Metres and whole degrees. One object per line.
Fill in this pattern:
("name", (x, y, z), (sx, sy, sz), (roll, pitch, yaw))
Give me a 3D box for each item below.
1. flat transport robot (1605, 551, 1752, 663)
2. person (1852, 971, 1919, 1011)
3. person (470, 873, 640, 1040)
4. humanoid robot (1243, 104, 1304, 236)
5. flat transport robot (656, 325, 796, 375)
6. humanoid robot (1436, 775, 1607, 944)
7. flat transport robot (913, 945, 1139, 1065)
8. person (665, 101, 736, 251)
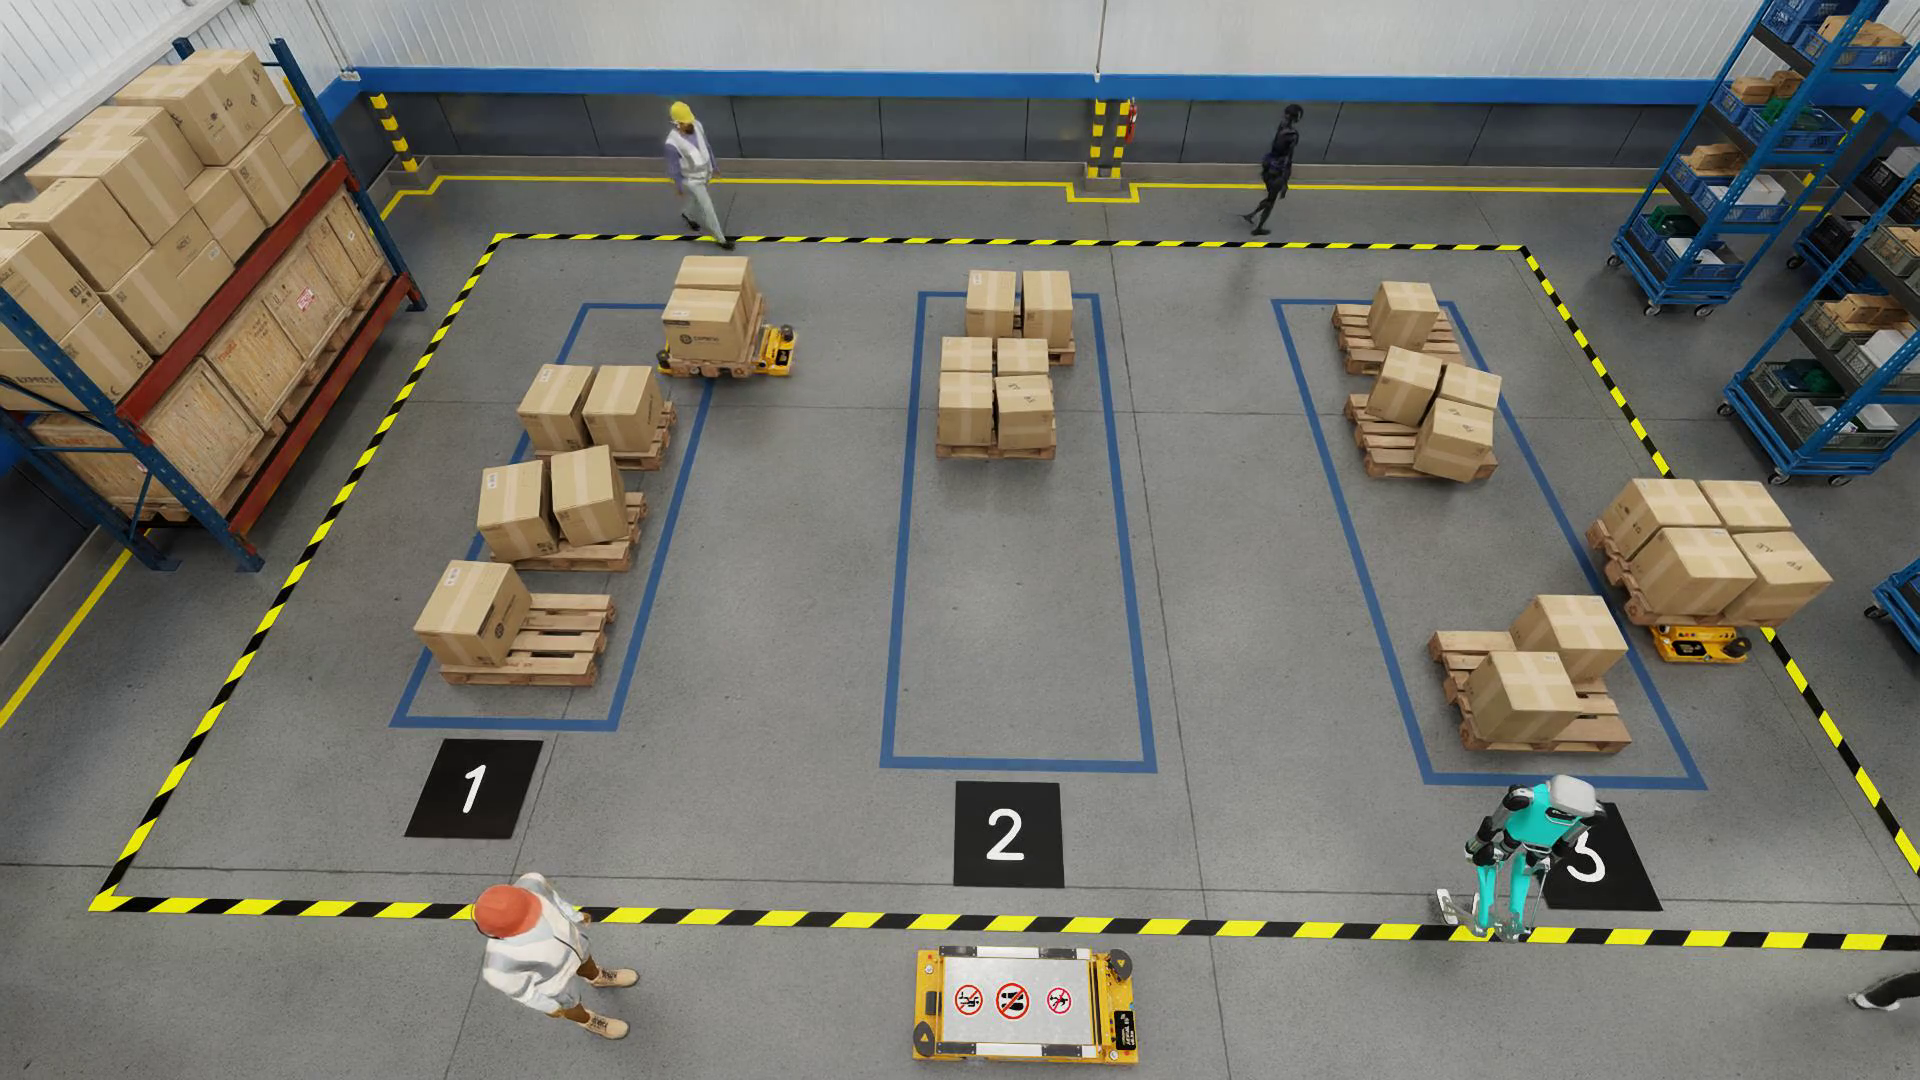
("flat transport robot", (6.300, 0.422, 8.123), (0.652, 0.197, 1.431), (1, 51, 1))
("person", (6.386, 2.563, 5.406), (0.956, 1.796, 0.608), (1, 51, 1))
("person", (-2.333, 2.439, 5.353), (0.374, 2.045, 0.604), (1, 51, 1))
("humanoid robot", (3.867, -4.516, 11.256), (0.386, 1.643, 0.584), (-6, 51, -5))
("flat transport robot", (-2.594, -2.133, 10.207), (1.431, 0.197, 0.652), (1, 51, 1))
("humanoid robot", (3.474, 2.123, 5.721), (0.533, 1.677, 0.735), (10, 52, 8))
("flat transport robot", (0.422, 3.041, 6.007), (1.431, 0.231, 0.659), (1, 51, 1))
("person", (-3.243, -4.456, 11.132), (0.871, 1.796, 0.587), (20, 54, 15))
